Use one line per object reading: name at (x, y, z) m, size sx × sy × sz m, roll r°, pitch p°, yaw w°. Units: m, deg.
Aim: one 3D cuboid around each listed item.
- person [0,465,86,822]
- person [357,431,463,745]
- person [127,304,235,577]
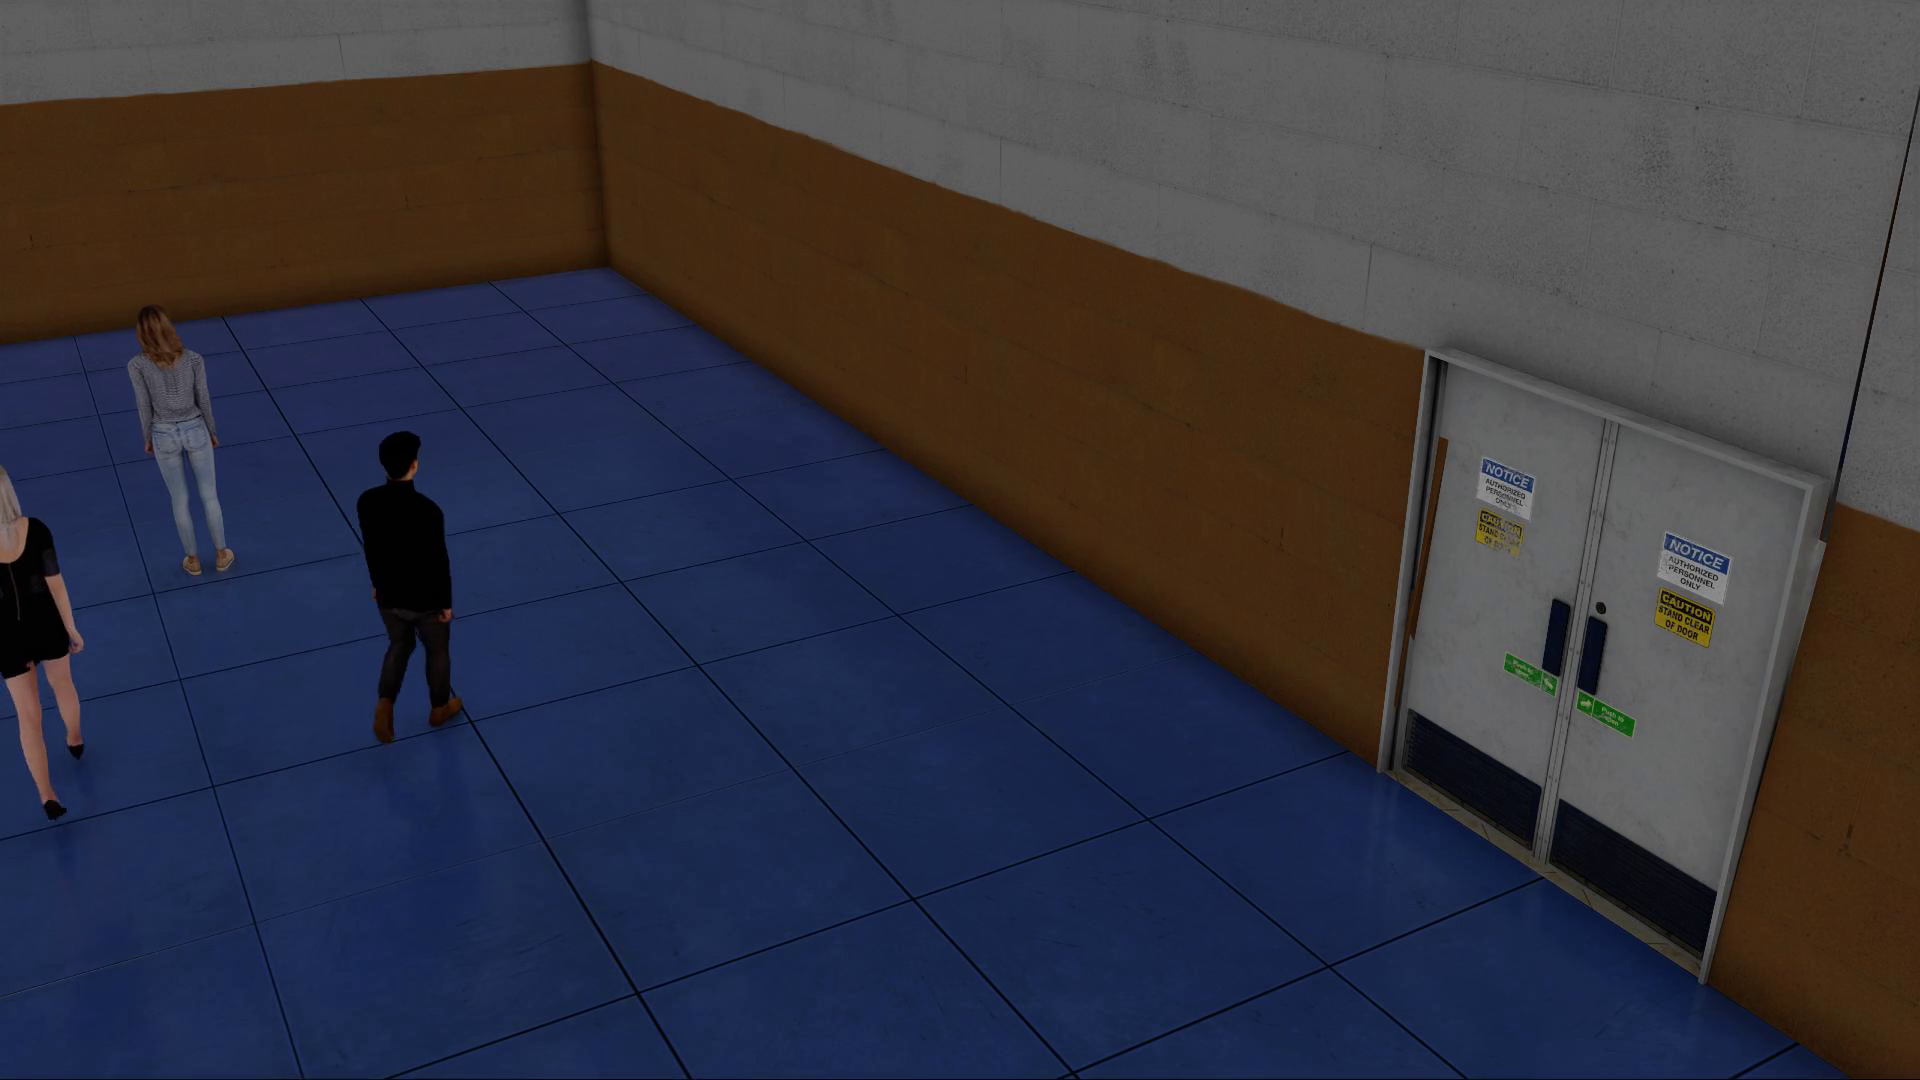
person at (-4.524, 0.523, 8.061) m, size 1.121 × 1.782 × 0.711 m, roll -11°, pitch 26°, yaw -24°
person at (-2.922, 0.278, 8.714) m, size 0.966 × 1.709 × 1.020 m, roll 6°, pitch 24°, yaw 13°
person at (-5.014, -0.641, 10.705) m, size 0.440 × 1.795 × 0.657 m, roll -11°, pitch 26°, yaw -24°
